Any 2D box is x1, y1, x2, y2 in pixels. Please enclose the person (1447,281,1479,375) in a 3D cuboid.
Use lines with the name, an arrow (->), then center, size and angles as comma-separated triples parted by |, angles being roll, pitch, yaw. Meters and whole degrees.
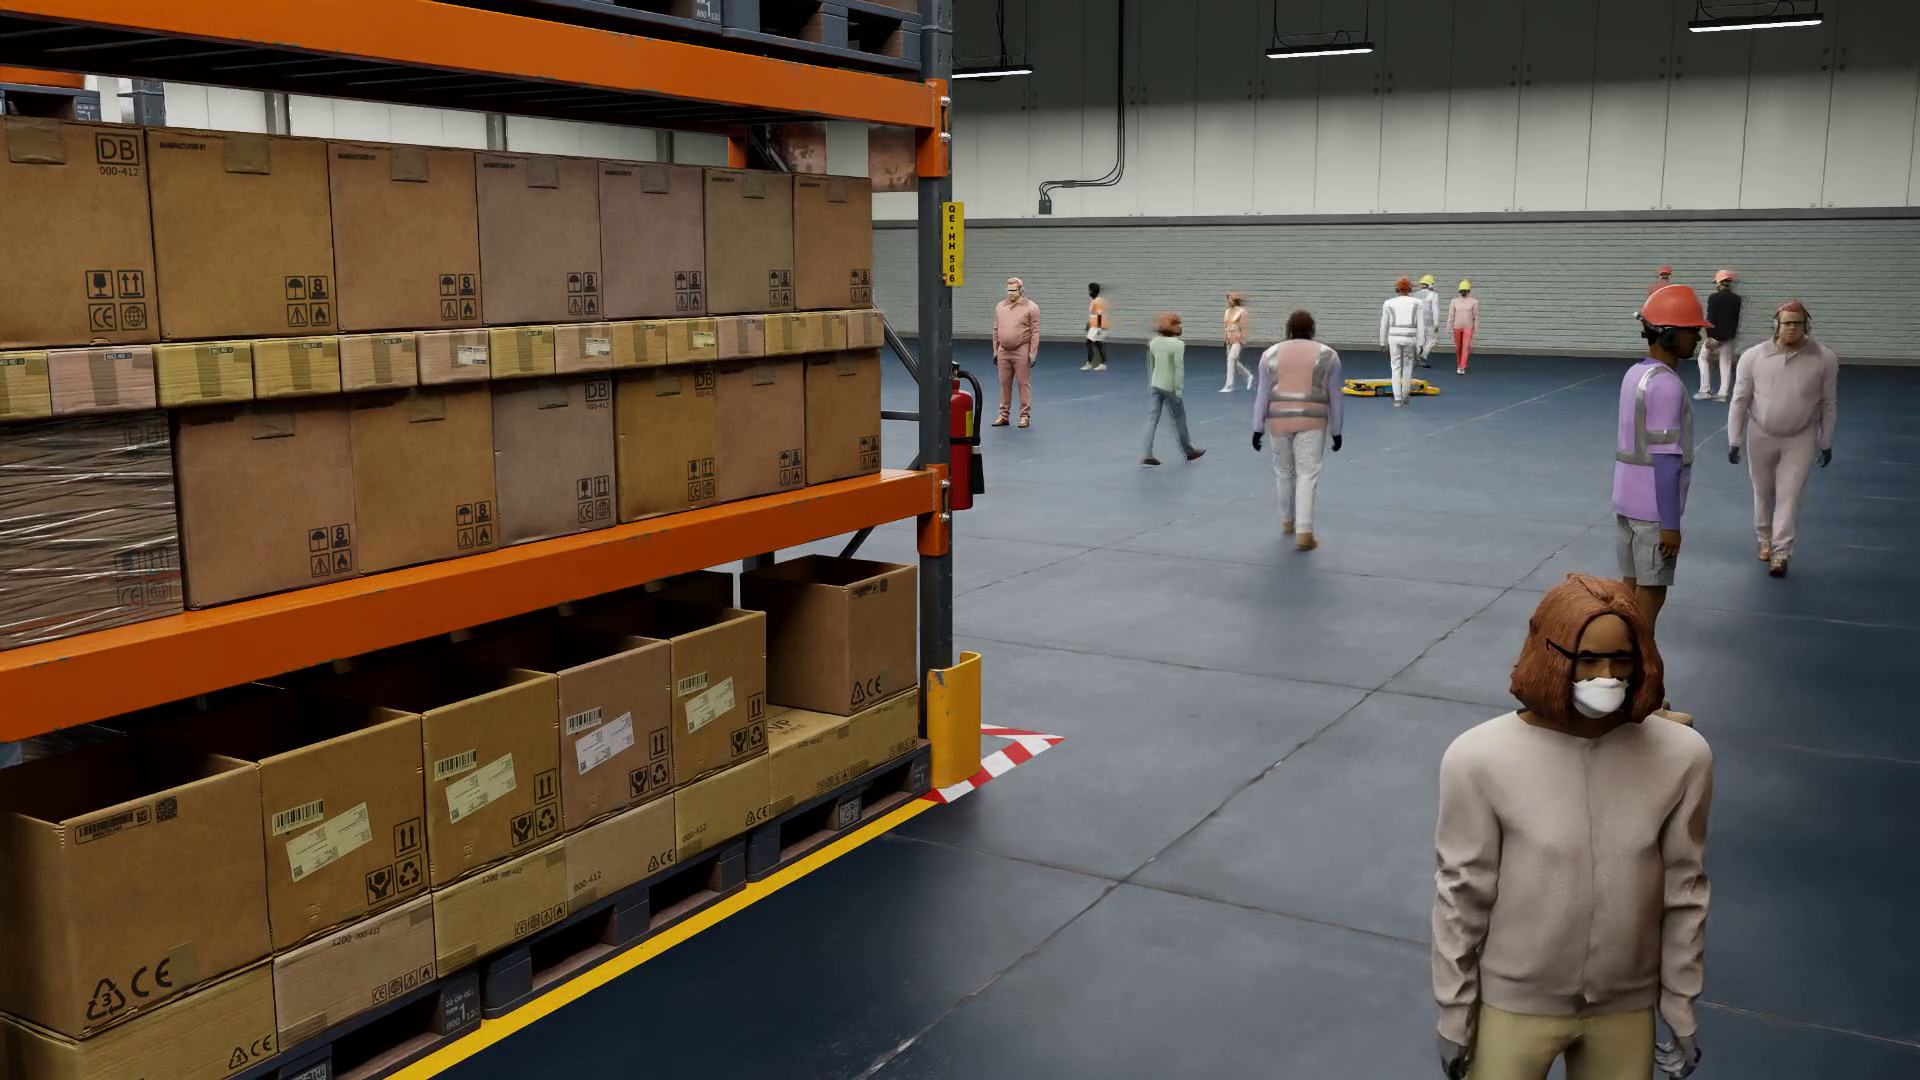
person -> 9.325, -3.940, 30.836 | 0.541, 1.726, 0.900 | 5, 11, 25

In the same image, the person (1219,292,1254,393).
person -> 4.453, -3.166, 26.654 | 0.684, 1.610, 0.527 | -5, 11, -25

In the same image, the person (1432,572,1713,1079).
person -> 1.104, 0.857, 3.043 | 0.493, 1.624, 0.280 | 0, 10, -3

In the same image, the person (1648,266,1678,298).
person -> 14.053, -4.476, 33.201 | 0.654, 1.979, 0.572 | 8, 12, 38

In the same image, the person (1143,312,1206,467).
person -> 2.212, -1.569, 17.311 | 0.825, 1.585, 0.523 | -8, 12, -38

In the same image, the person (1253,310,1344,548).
person -> 2.596, -0.859, 12.704 | 0.639, 1.771, 1.084 | 4, 10, 21

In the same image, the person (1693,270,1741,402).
person -> 11.379, -3.068, 25.015 | 0.637, 1.966, 0.679 | -3, 10, -18

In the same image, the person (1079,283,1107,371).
person -> 2.488, -4.019, 31.434 | 0.663, 1.669, 0.534 | 1, 10, 3

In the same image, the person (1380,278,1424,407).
person -> 6.439, -2.889, 24.287 | 0.612, 1.852, 0.854 | 2, 10, 11

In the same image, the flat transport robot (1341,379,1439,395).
flat transport robot -> 6.717, -2.408, 26.108 | 1.431, 0.197, 0.652 | -3, 10, -16

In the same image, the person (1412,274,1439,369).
person -> 8.947, -4.176, 31.920 | 0.415, 1.822, 0.614 | -7, 12, -34

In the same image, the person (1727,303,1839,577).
person -> 5.708, -0.715, 11.572 | 0.666, 1.865, 1.007 | 5, 11, 29

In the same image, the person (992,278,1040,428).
person -> 0.689, -2.382, 21.195 | 0.638, 1.903, 0.408 | 5, 11, 28

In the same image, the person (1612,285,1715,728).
person -> 3.230, -0.149, 7.708 | 0.376, 2.043, 0.609 | 1, 10, 6
